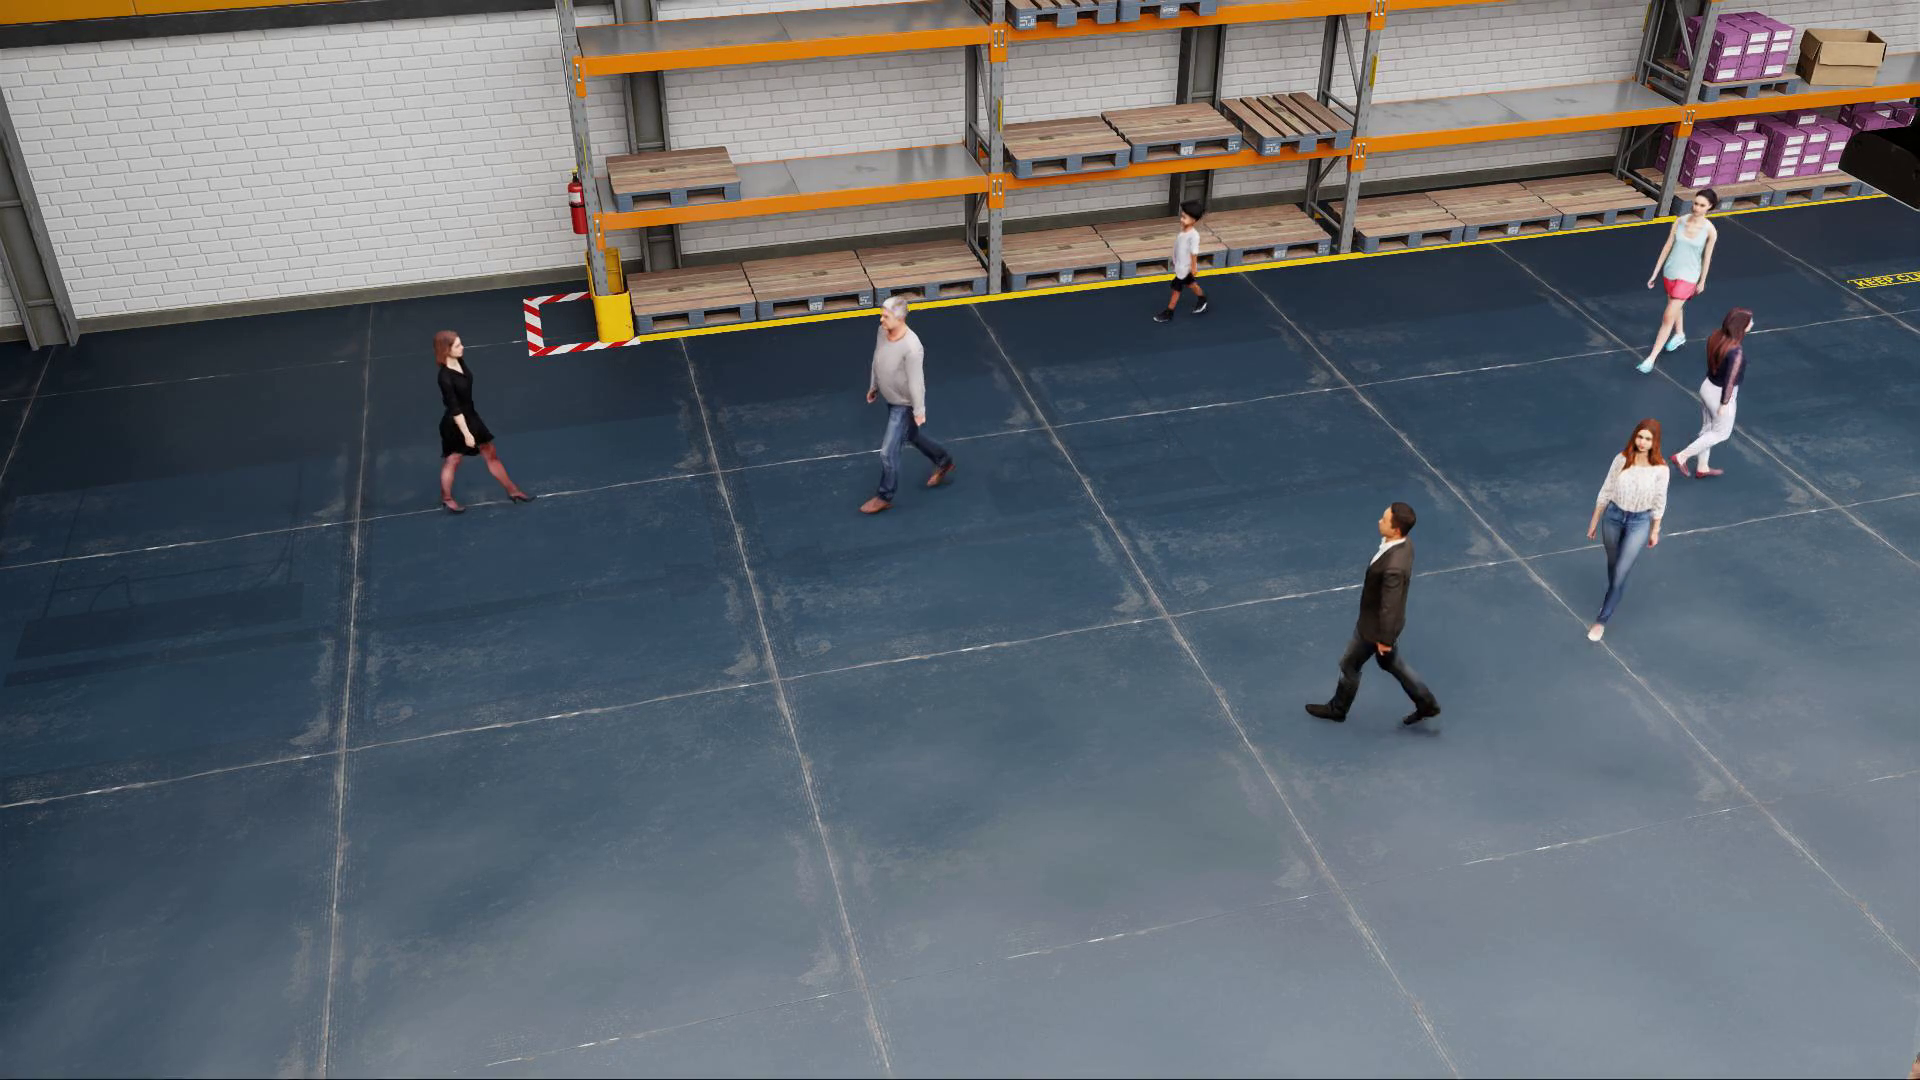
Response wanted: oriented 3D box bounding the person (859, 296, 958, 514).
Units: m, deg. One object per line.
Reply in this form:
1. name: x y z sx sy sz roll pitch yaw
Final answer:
1. person: -0.400 -1.149 13.563 1.252 1.872 0.874 -15 36 -21

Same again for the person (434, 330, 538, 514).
1. person: -4.107 -0.905 13.378 1.096 1.670 0.806 1 34 2

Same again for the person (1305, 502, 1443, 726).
1. person: 2.914 0.550 11.096 1.256 1.773 1.101 11 35 16

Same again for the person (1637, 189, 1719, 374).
1. person: 6.828 -2.476 15.700 1.270 1.716 0.934 -25 41 -32

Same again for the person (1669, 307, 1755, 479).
1. person: 6.273 -1.202 13.891 0.819 1.597 0.690 -1 34 -2

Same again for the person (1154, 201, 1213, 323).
1. person: 2.299 -2.795 16.608 0.885 1.243 0.530 -11 35 -16

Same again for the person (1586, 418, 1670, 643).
1. person: 4.927 -0.152 12.214 0.930 1.704 1.071 26 41 33
